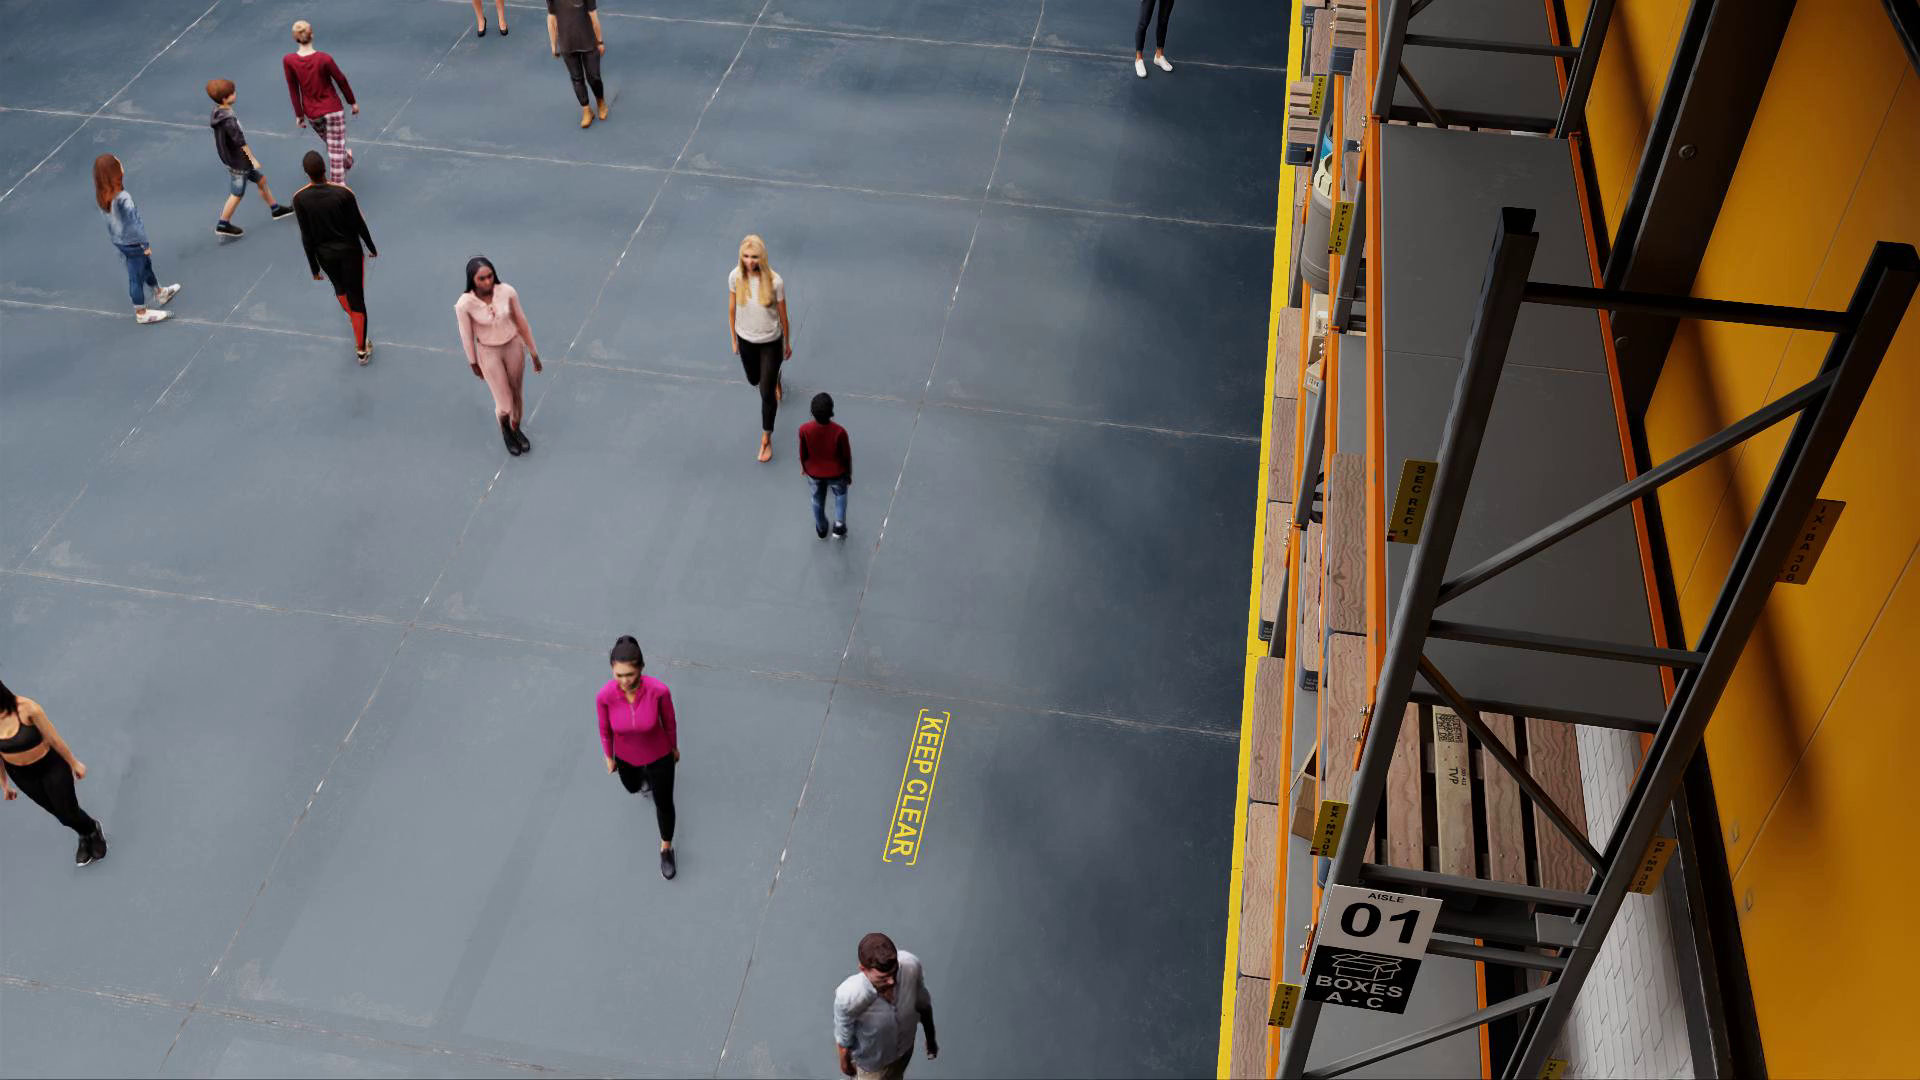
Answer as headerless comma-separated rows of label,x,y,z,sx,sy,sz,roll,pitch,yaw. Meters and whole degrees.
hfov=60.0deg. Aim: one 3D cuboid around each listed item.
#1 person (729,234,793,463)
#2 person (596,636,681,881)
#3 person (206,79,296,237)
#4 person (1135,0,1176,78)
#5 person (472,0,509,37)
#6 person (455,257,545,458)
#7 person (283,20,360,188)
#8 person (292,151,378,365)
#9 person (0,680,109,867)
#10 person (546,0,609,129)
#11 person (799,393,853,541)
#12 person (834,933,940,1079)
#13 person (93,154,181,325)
person,-1.461,-1.515,12.348,0.598,1.803,1.069,6,44,6
person,-1.841,1.164,9.634,0.780,1.677,1.096,-5,44,-5
person,-6.359,-3.296,14.501,0.986,1.413,0.957,-25,49,-24
person,1.975,-5.536,16.564,0.665,1.809,0.678,-17,46,-17
person,-4.973,-6.035,17.184,0.596,1.677,0.551,-5,44,-5
person,-3.415,-1.381,12.277,0.738,1.707,0.804,-27,50,-26
person,-5.687,-3.783,14.835,0.821,1.656,1.139,-3,44,-3
person,-4.875,-2.174,13.059,0.875,1.777,1.091,-8,44,-8
person,-5.278,1.255,9.573,0.654,1.622,0.666,-7,44,-7
person,-3.629,-4.805,15.873,0.672,1.705,0.644,2,44,2
person,-0.947,-0.461,11.647,0.560,1.244,0.571,-1,44,-1
person,-0.423,2.420,8.195,0.772,1.835,0.844,-31,52,-29
person,-6.826,-2.431,13.557,0.762,1.462,0.843,32,52,29
